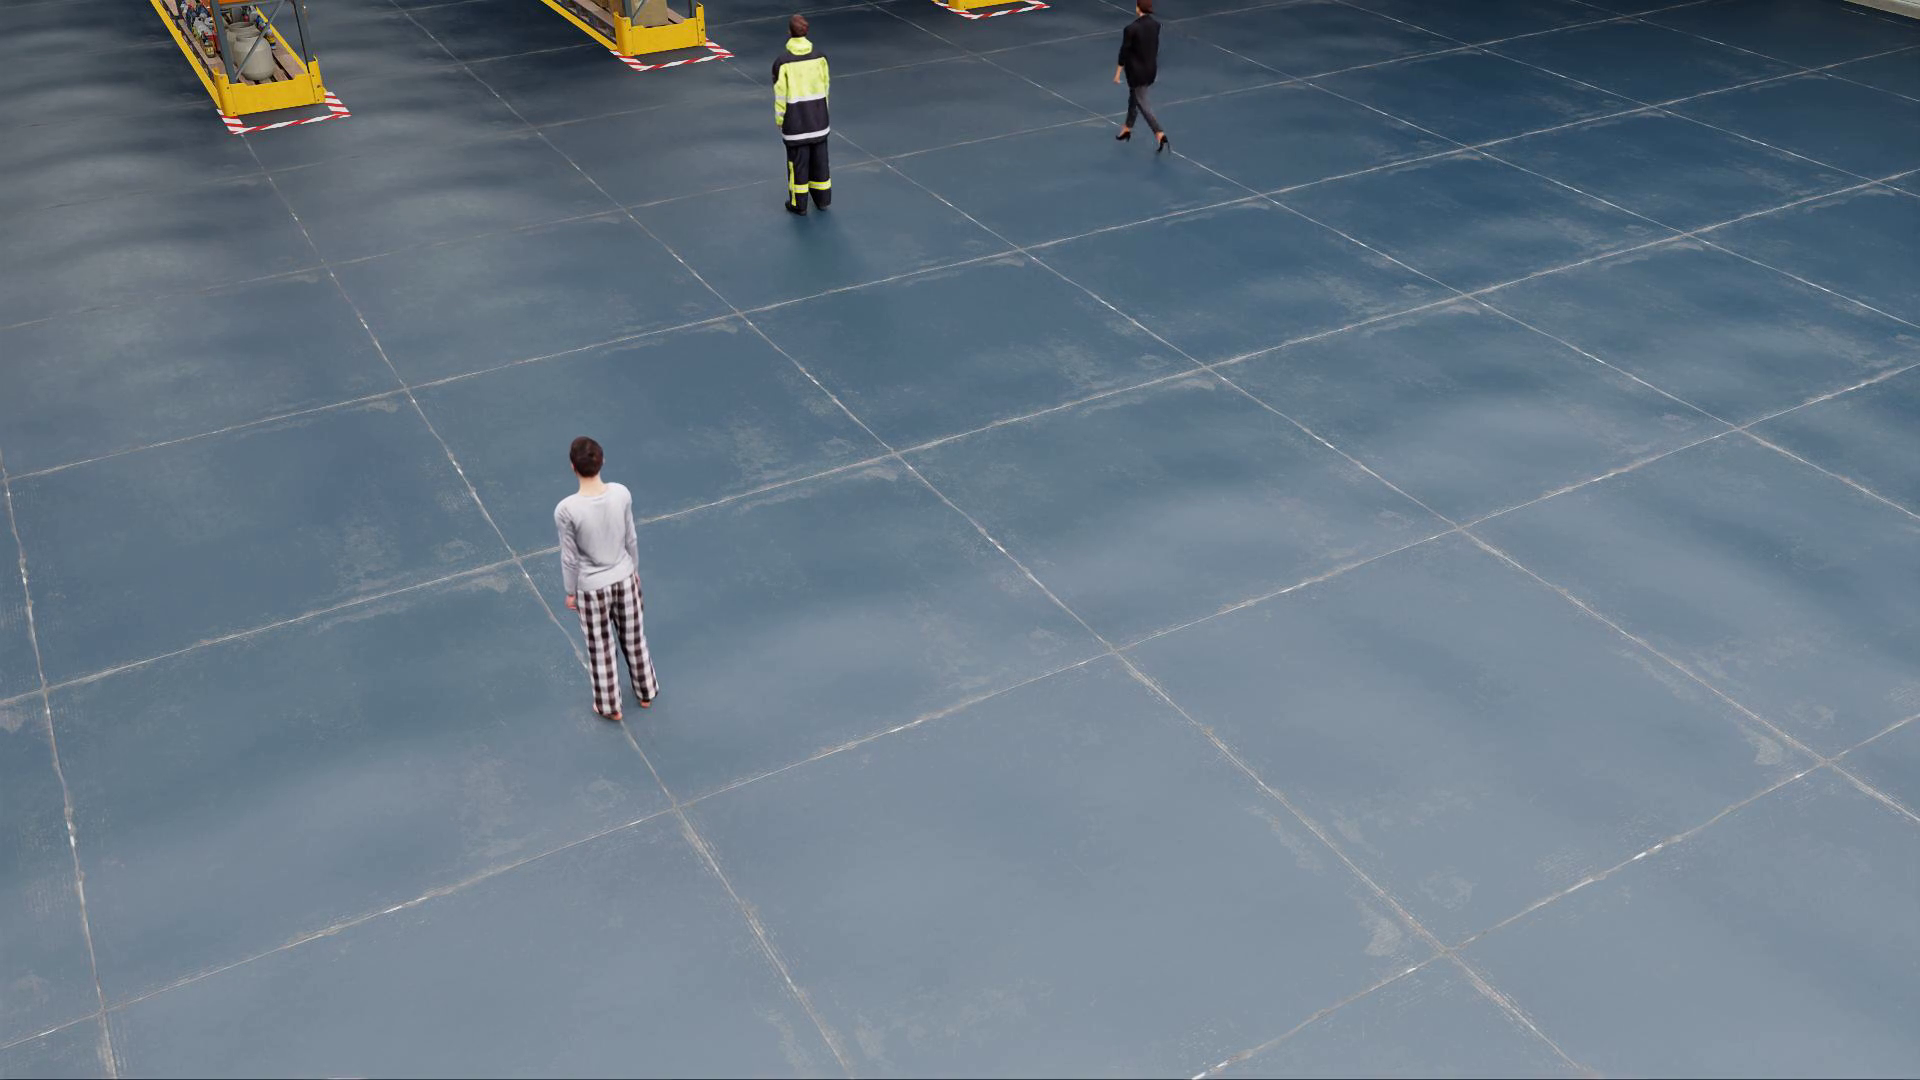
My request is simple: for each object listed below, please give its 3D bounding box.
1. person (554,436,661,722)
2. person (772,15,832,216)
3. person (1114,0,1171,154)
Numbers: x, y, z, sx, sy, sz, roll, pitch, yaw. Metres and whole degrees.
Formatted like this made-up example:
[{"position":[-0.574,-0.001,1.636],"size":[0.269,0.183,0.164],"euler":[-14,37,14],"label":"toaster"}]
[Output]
[{"position":[-2.069,0.239,9.705],"size":[0.630,1.847,0.550],"euler":[-20,37,-28],"label":"person"},{"position":[-1.579,-4.278,16.738],"size":[0.755,1.983,0.614],"euler":[-18,36,-26],"label":"person"},{"position":[2.042,-5.073,18.286],"size":[0.771,1.676,1.156],"euler":[-24,40,-33],"label":"person"}]
